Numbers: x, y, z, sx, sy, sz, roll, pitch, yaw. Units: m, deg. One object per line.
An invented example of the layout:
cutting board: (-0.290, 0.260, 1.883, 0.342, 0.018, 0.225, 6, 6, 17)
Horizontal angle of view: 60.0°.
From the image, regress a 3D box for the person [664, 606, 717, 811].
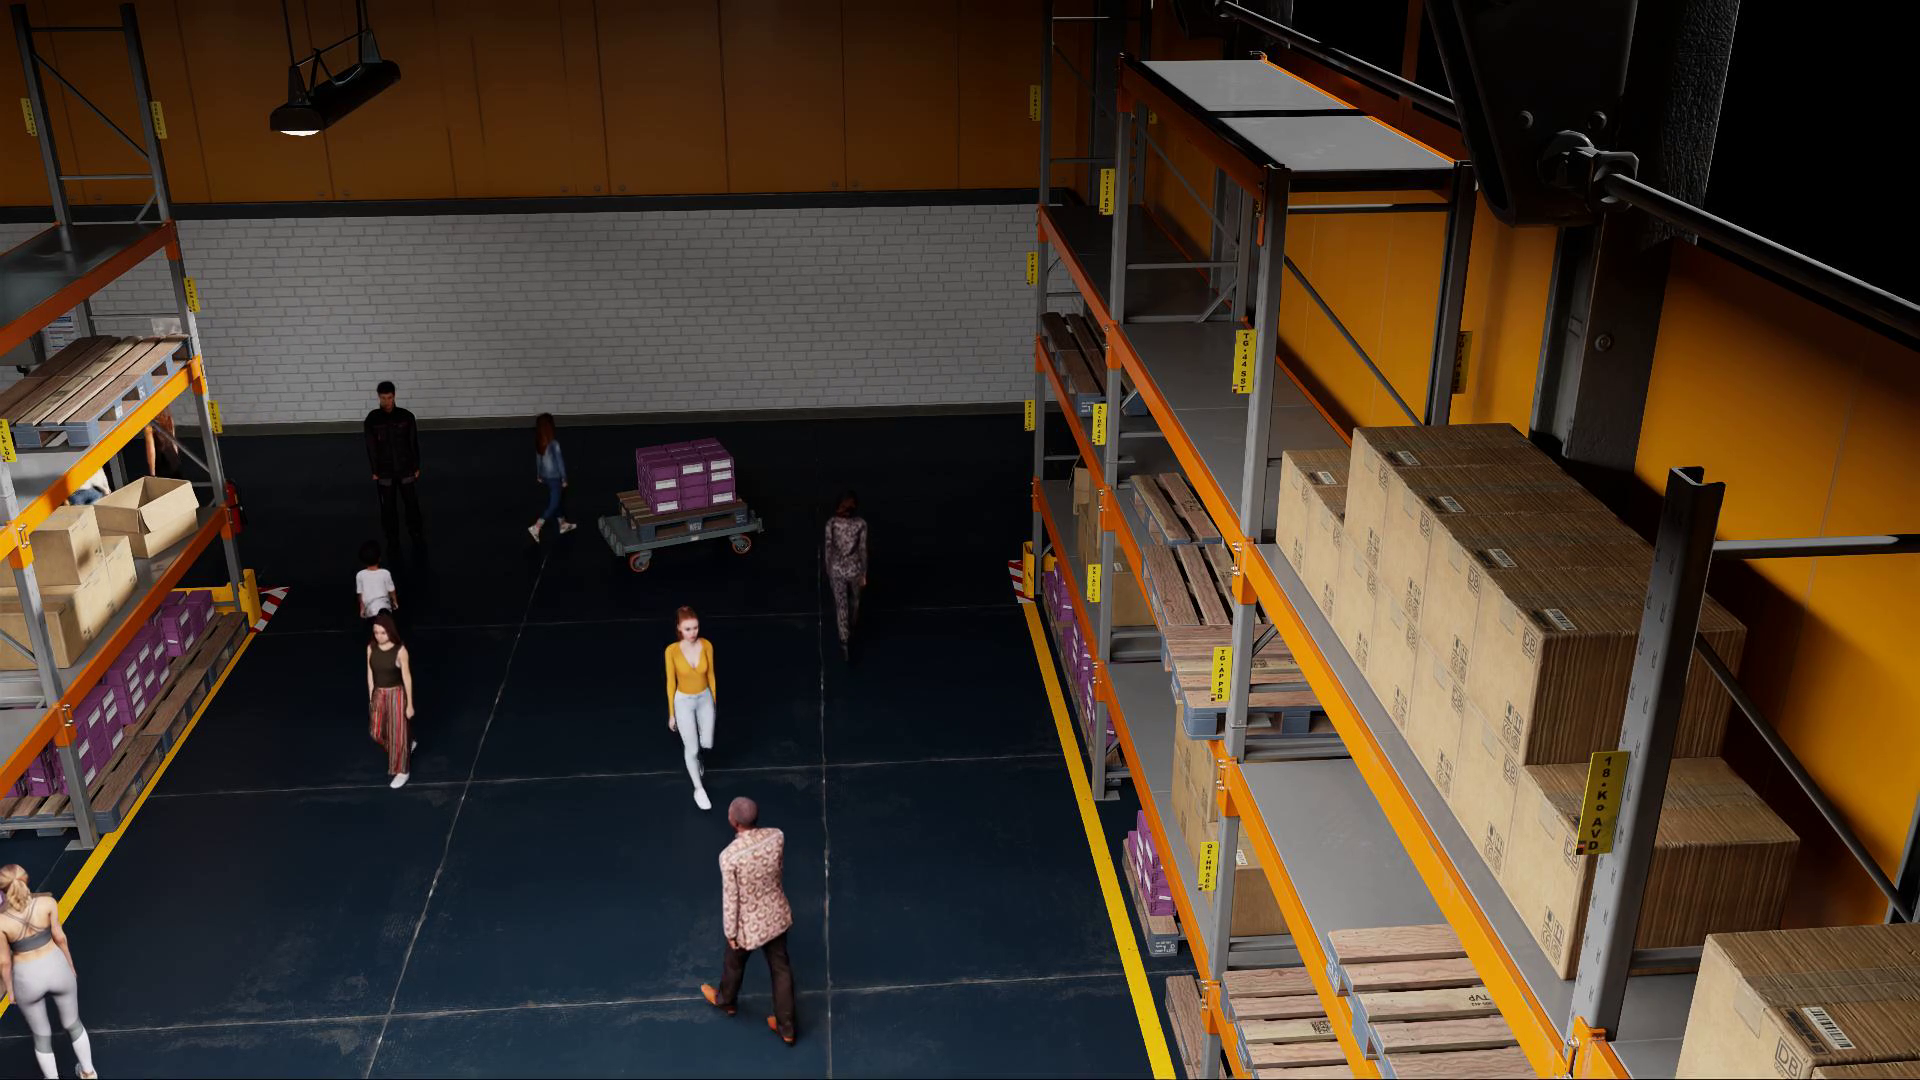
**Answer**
person: (-2.214, 1.323, 13.560, 0.785, 1.740, 0.966, -11, 26, -24)

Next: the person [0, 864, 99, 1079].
person: (-5.706, 2.746, 10.354, 0.635, 1.702, 0.670, -18, 29, -35)

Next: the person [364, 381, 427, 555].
person: (-6.182, -0.819, 18.205, 0.763, 1.945, 0.700, -9, 25, -20)

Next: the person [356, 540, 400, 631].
person: (-5.517, 0.642, 15.759, 0.579, 1.228, 0.876, -6, 24, -14)

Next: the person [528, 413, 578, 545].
person: (-4.593, -0.670, 18.475, 0.937, 1.456, 1.000, 18, 30, 36)

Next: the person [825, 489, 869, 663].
person: (-1.086, 0.361, 15.839, 0.608, 1.678, 1.134, -4, 24, -8)

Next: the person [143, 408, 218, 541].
person: (-8.578, -0.716, 18.142, 0.957, 1.807, 1.108, 9, 25, 20)

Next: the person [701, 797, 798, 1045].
person: (-1.259, 2.509, 10.804, 1.048, 1.775, 1.169, -18, 29, -35)

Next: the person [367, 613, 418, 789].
person: (-4.709, 1.285, 13.876, 0.689, 1.557, 0.785, 6, 24, 13)
